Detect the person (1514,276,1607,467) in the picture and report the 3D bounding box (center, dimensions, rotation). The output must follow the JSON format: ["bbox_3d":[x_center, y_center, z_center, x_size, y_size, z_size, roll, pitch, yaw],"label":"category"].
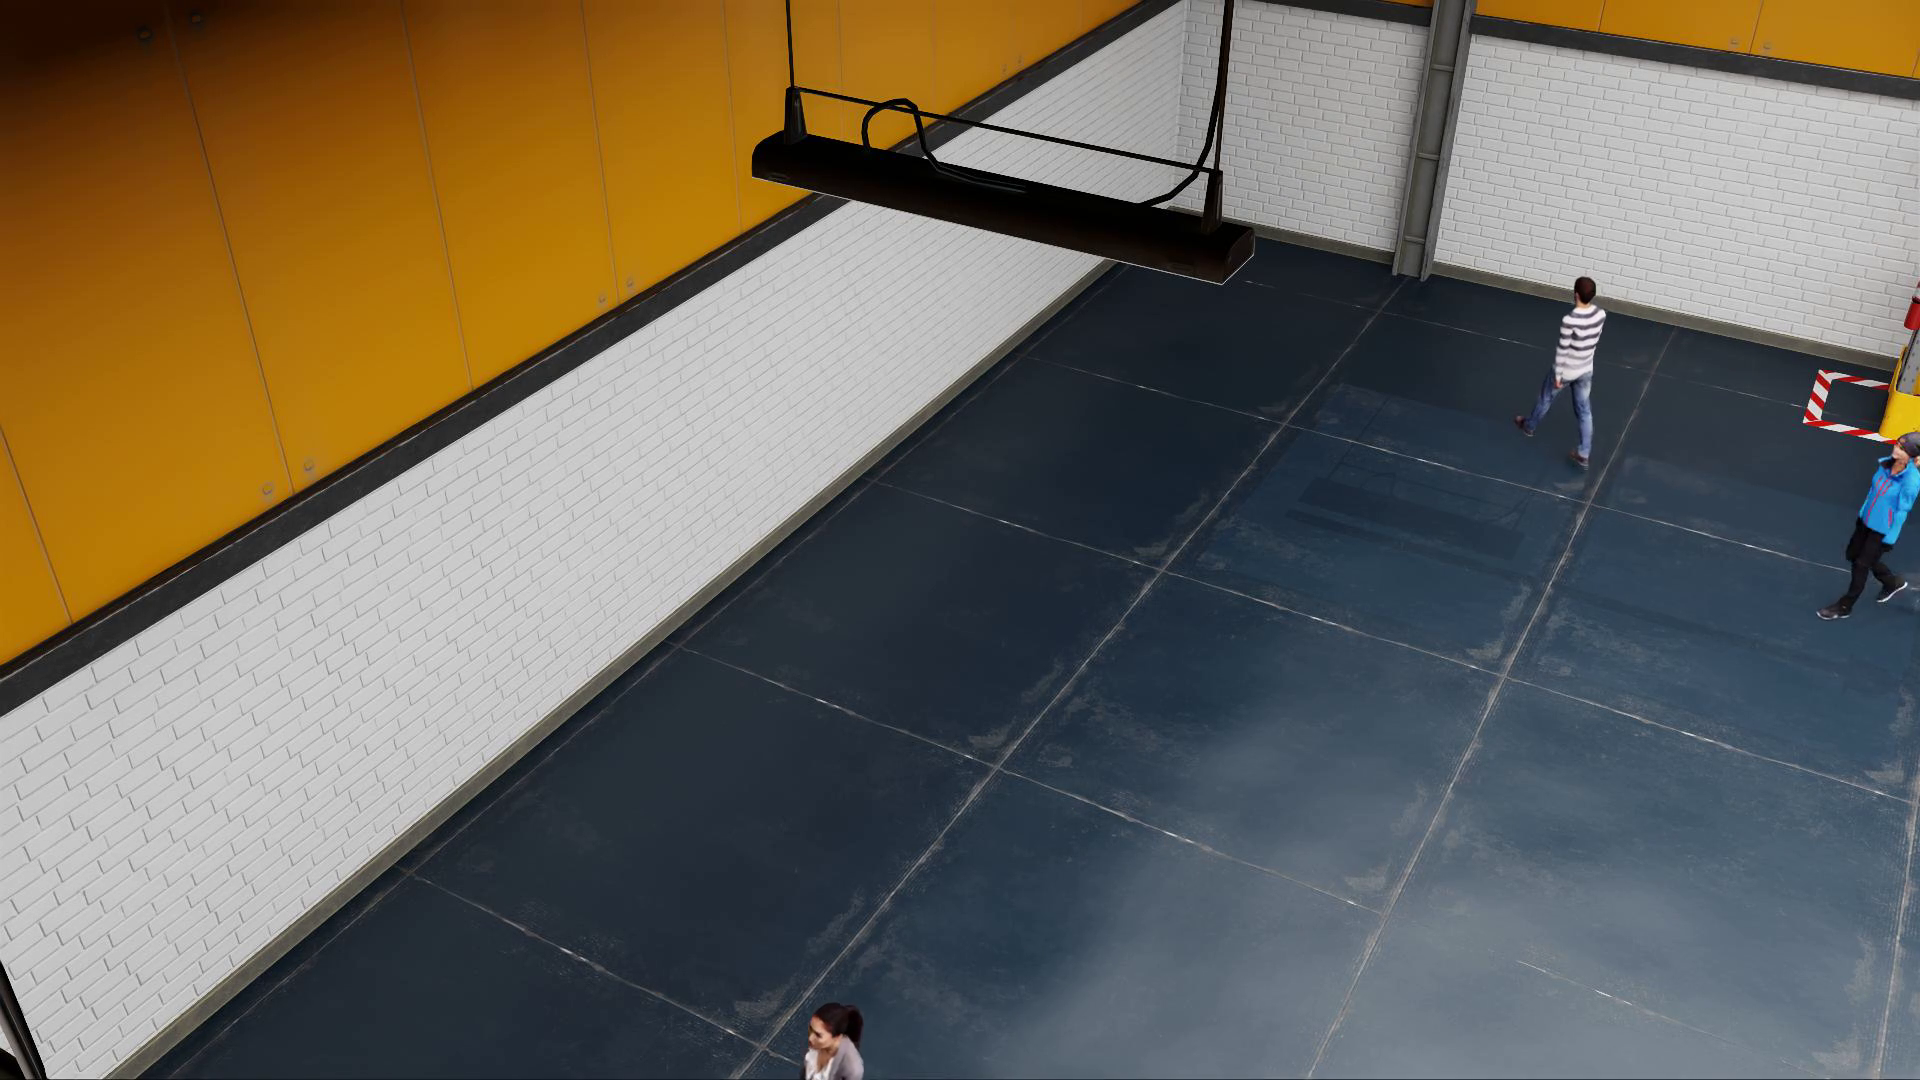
[{"bbox_3d":[5.866,-1.558,15.738,1.189,1.798,1.257,-9,35,-13],"label":"person"}]

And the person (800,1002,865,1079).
[{"bbox_3d":[-0.594,3.036,8.944,0.827,1.668,0.761,-20,39,-28],"label":"person"}]

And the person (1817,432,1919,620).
[{"bbox_3d":[7.563,-0.099,13.554,1.027,1.785,0.886,0,34,0],"label":"person"}]
